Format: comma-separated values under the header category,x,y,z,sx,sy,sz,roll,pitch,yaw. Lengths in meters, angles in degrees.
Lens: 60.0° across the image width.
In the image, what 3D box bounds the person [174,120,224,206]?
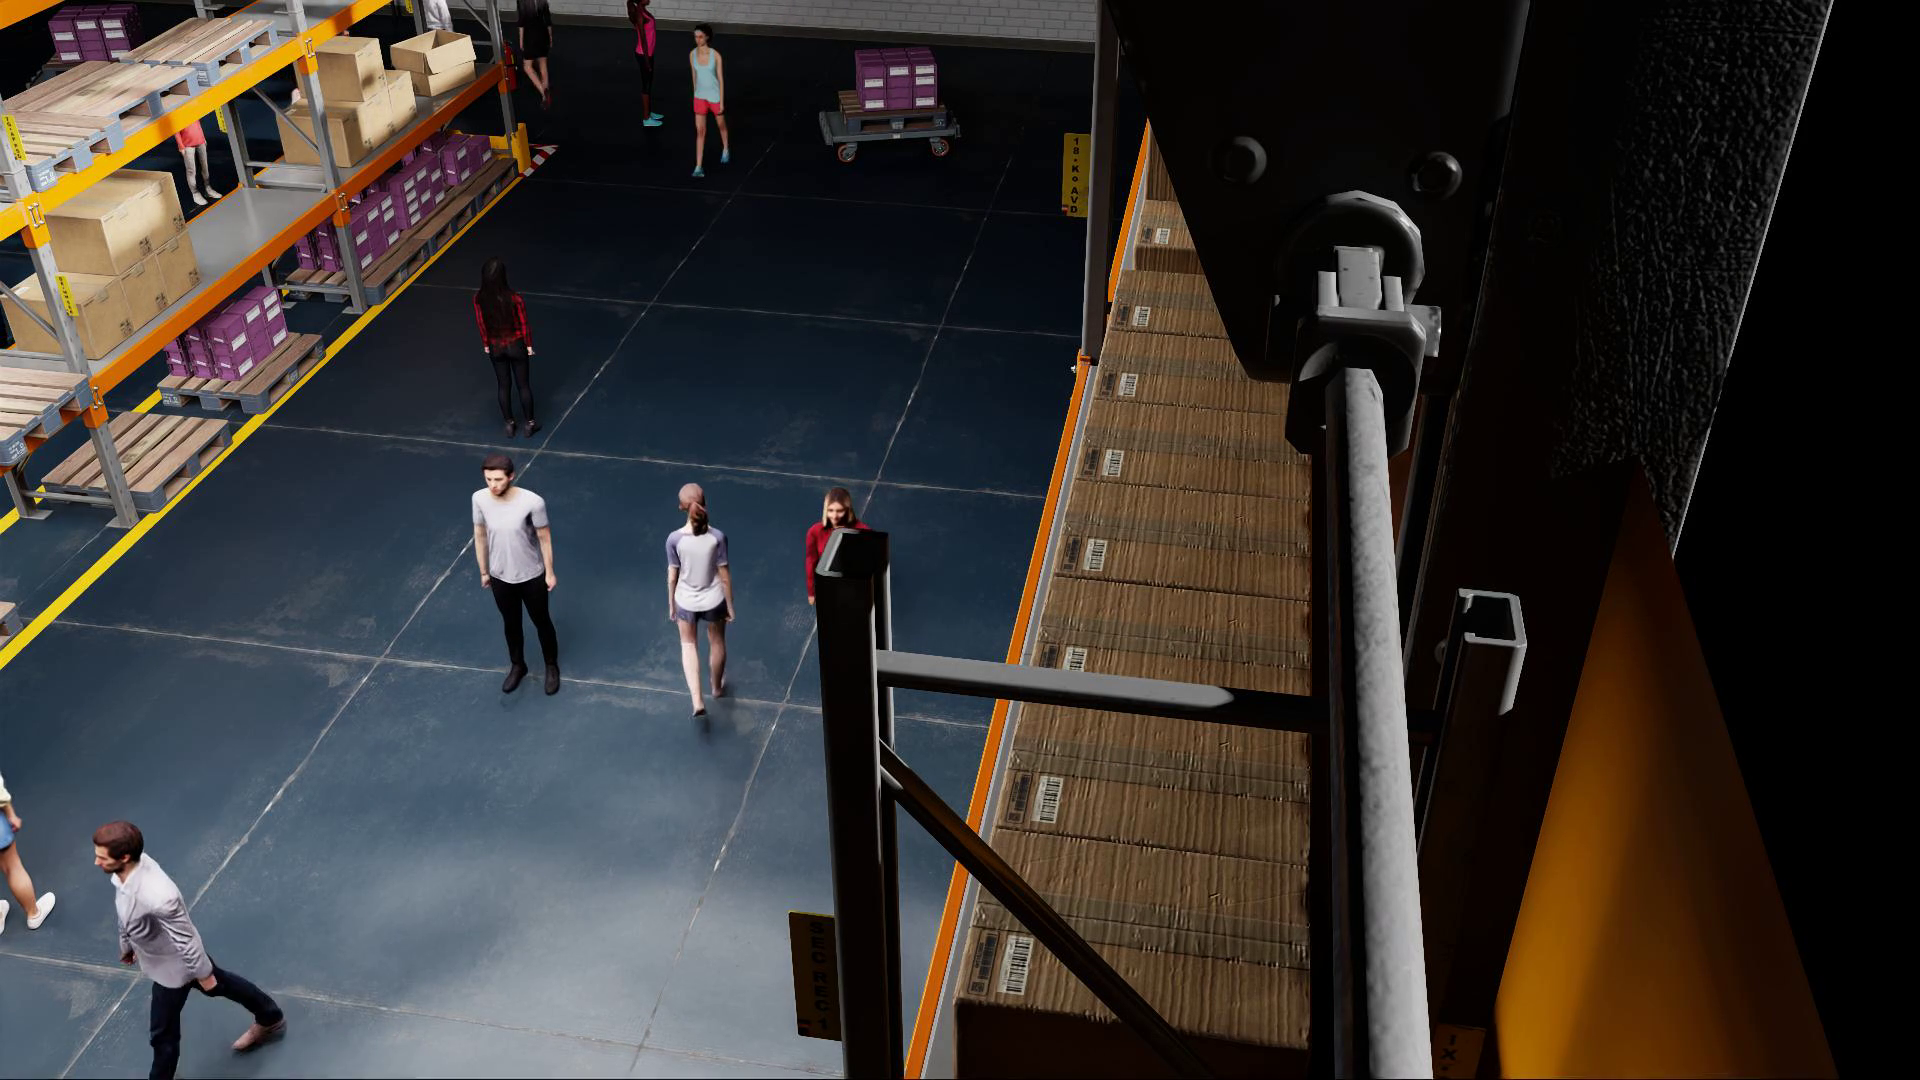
category,x,y,z,sx,sy,sz,roll,pitch,yaw
person,-8.717,-4.525,18.838,0.637,1.413,0.513,15,36,21

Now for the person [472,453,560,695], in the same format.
category,x,y,z,sx,sy,sz,roll,pitch,yaw
person,-2.996,0.216,11.299,0.693,1.863,0.561,2,34,3

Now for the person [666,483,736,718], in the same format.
category,x,y,z,sx,sy,sz,roll,pitch,yaw
person,-1.729,0.451,11.045,0.735,1.753,0.928,-4,34,-6

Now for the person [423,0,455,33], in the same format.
category,x,y,z,sx,sy,sz,roll,pitch,yaw
person,-6.716,-6.449,21.365,0.682,1.820,0.607,10,35,15

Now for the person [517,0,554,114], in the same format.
category,x,y,z,sx,sy,sz,roll,pitch,yaw
person,-5.341,-6.290,21.164,0.917,1.777,0.962,-28,43,-35

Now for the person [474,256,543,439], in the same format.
category,x,y,z,sx,sy,sz,roll,pitch,yaw
person,-3.888,-1.648,14.290,0.616,1.657,0.553,1,34,1

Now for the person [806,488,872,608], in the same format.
category,x,y,z,sx,sy,sz,roll,pitch,yaw
person,-0.812,0.312,11.388,0.735,1.605,1.108,1,34,1

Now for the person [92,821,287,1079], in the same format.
category,x,y,z,sx,sy,sz,roll,pitch,yaw
person,-3.942,2.101,8.522,1.298,1.798,1.169,-26,41,-33

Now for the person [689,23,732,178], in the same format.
category,x,y,z,sx,sy,sz,roll,pitch,yaw
person,-2.897,-5.179,19.550,0.597,1.713,1.187,6,34,9

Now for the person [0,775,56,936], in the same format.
category,x,y,z,sx,sy,sz,roll,pitch,yaw
person,-5.612,1.589,9.443,0.708,1.631,0.674,-5,34,-8

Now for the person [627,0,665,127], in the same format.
category,x,y,z,sx,sy,sz,roll,pitch,yaw
person,-3.962,-6.105,20.936,0.676,1.723,0.553,-2,34,-3
